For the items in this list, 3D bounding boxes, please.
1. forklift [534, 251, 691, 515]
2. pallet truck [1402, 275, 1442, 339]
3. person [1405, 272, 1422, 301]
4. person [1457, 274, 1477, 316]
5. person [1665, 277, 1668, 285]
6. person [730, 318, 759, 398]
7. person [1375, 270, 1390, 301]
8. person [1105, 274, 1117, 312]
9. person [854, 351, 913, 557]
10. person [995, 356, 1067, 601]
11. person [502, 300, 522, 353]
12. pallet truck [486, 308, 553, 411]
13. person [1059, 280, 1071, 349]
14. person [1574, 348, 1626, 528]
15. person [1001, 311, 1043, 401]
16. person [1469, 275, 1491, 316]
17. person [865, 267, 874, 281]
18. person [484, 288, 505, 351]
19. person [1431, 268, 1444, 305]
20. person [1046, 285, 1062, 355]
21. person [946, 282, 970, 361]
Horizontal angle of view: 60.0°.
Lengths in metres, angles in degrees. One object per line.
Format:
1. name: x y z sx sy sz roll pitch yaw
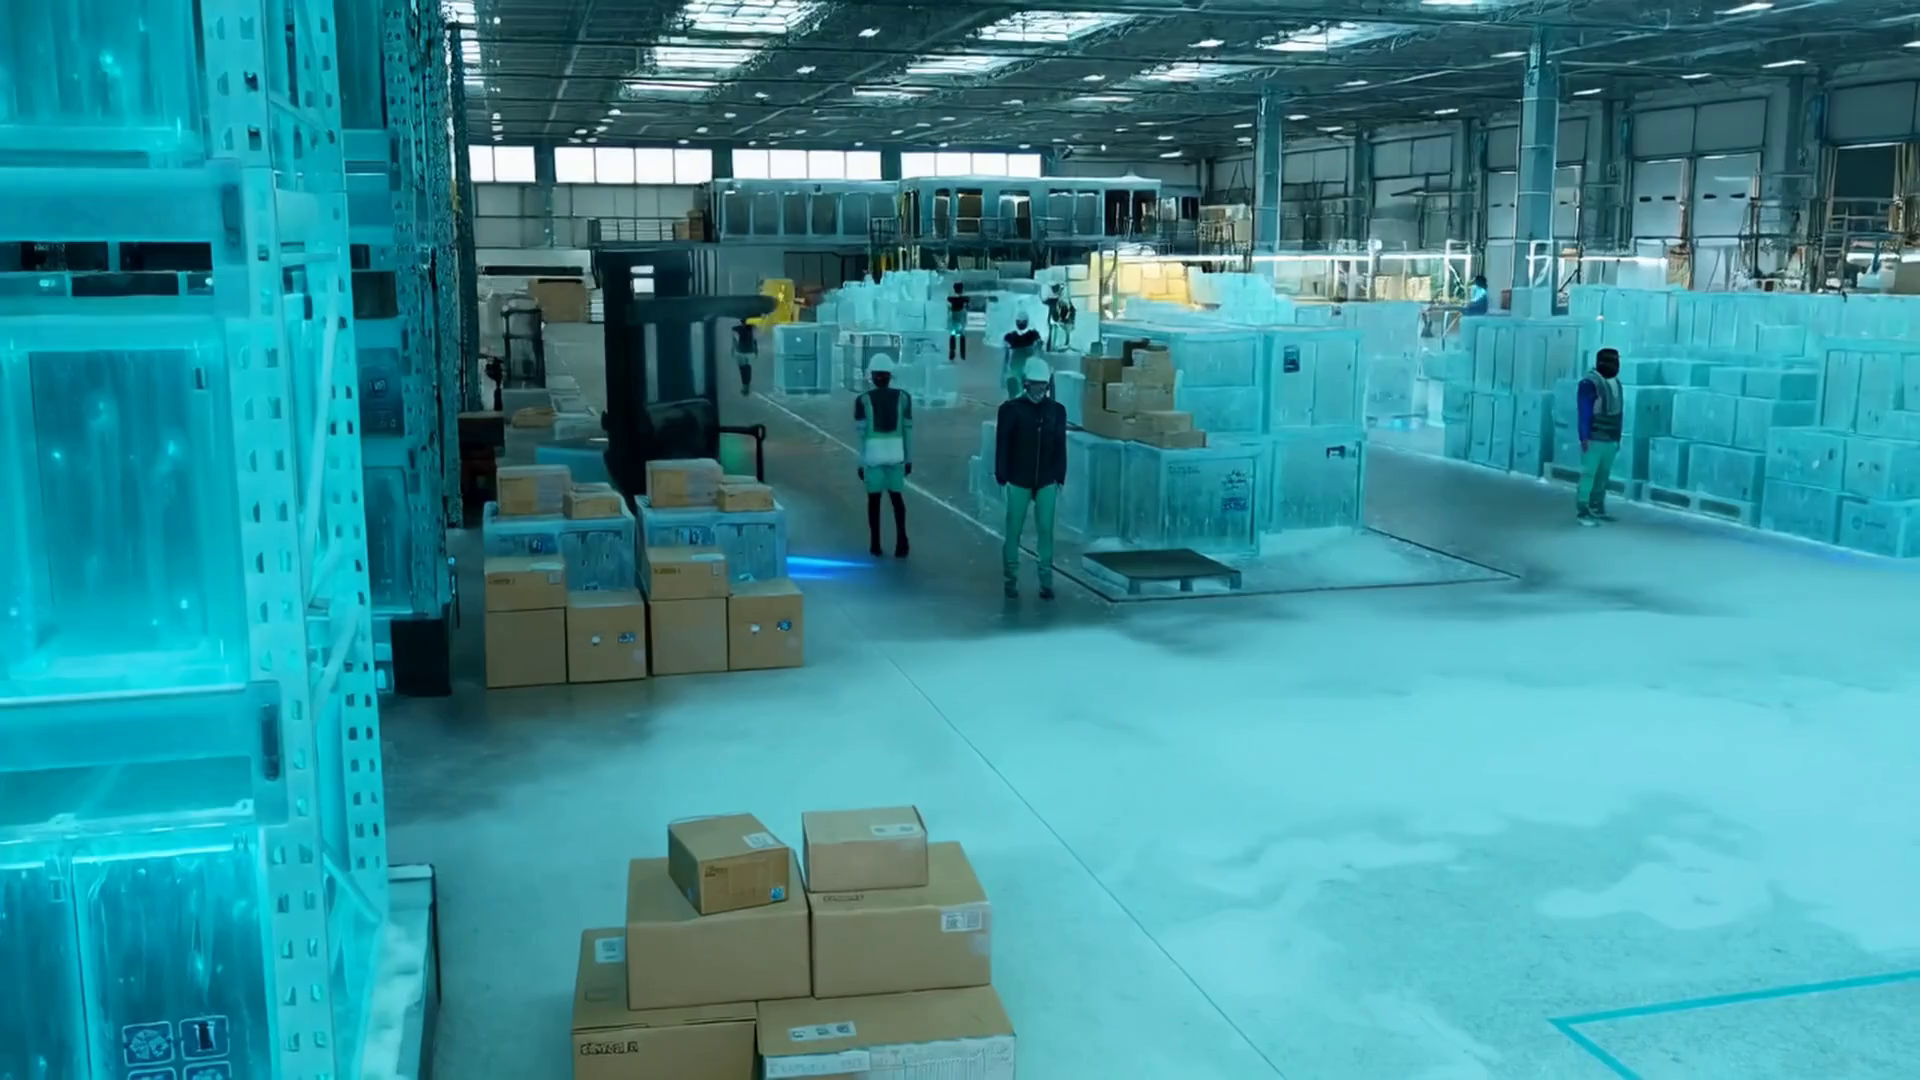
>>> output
1. forklift: -2.776 -1.166 14.776 1.873 2.768 1.129 5 11 25
2. pallet truck: 14.620 -7.324 52.145 0.823 1.965 1.885 8 13 40
3. person: 18.416 -9.957 67.574 0.675 1.834 0.429 2 10 10
4. person: 18.302 -8.618 59.768 0.474 1.903 0.771 -9 14 -42
5. person: 24.621 -8.340 58.442 0.972 1.821 0.517 2 10 12
6. person: -4.121 -3.554 31.774 0.547 1.648 0.867 -4 11 -23
7. person: 18.910 -11.176 74.528 0.639 1.802 0.951 9 14 42
8. person: 6.426 -10.377 69.741 0.832 1.883 0.620 -3 10 -16
9. person: -0.693 -0.769 15.250 0.554 1.921 0.723 -2 10 -13
10. person: 0.584 -0.493 13.496 0.618 1.998 0.388 -3 11 -18
11. person: -10.499 -4.802 38.939 0.333 1.622 0.556 7 12 36
12. pallet truck: -6.242 -2.418 24.362 0.823 1.965 1.885 1 10 3
13. person: 2.949 -6.357 46.855 0.376 1.932 0.543 2 10 9
14. person: 6.576 -1.047 17.042 0.634 1.841 0.429 -7 12 -34
15. person: 0.885 -2.340 24.090 0.636 1.938 0.364 4 11 21
16. person: 16.307 -7.358 52.216 0.692 2.000 1.008 -7 12 -36
17. person: -3.879 -10.611 70.763 0.378 1.996 0.610 -7 12 -33
18. person: -12.728 -6.009 45.417 0.612 1.747 0.523 2 10 13
19. person: 21.153 -11.129 73.915 0.605 1.911 0.867 0 10 1
20. person: 2.489 -5.831 44.095 0.318 1.858 0.527 -9 14 -42
21. person: -0.050 -5.482 41.802 0.600 1.967 0.369 2 10 11
